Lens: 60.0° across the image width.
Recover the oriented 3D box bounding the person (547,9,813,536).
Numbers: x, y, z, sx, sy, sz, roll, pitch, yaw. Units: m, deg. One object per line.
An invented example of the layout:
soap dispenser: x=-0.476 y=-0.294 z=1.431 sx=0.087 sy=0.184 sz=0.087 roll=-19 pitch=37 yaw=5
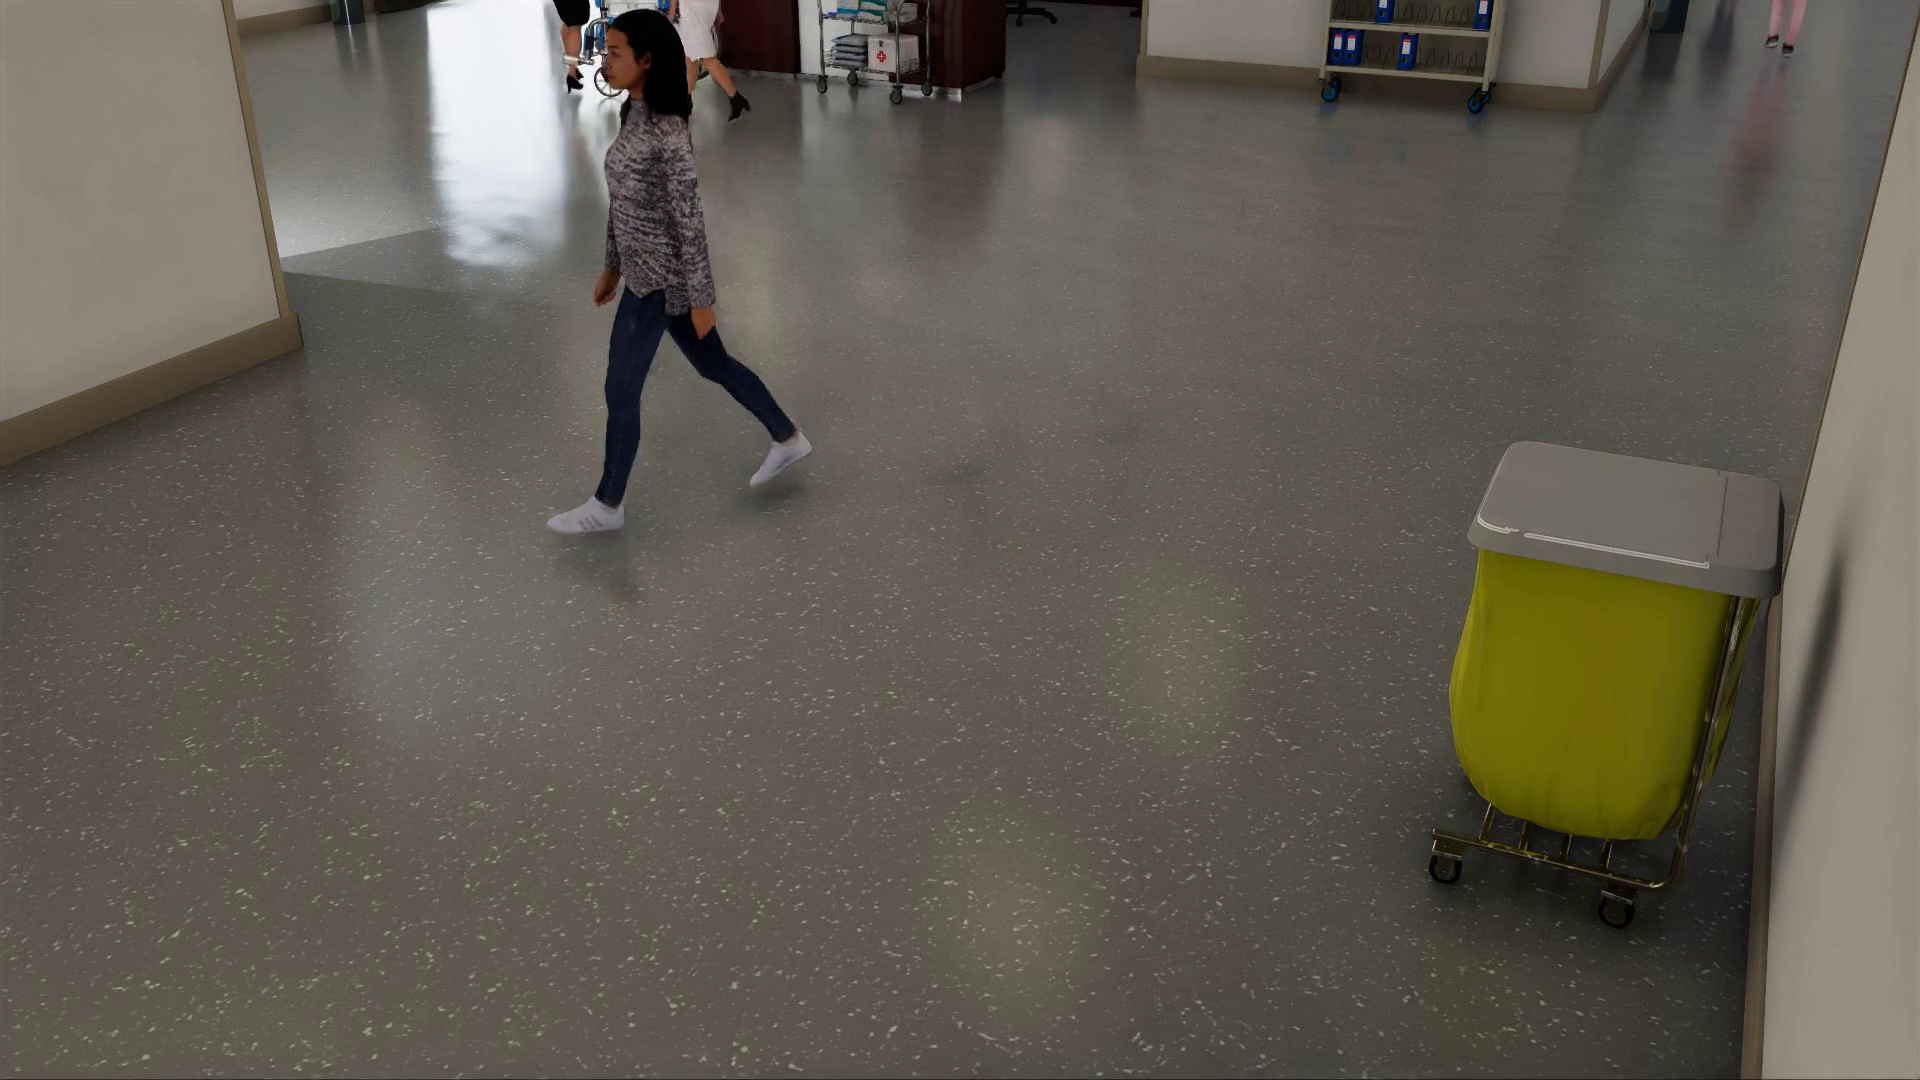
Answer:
person: x=-0.894 y=-0.863 z=5.537 sx=1.192 sy=1.688 sz=1.175 roll=-11 pitch=28 yaw=-21

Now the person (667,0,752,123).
person: x=-1.750 y=-3.634 z=11.475 sx=1.004 sy=1.521 sz=0.584 roll=14 pitch=29 yaw=26

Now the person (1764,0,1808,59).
person: x=7.057 y=-4.852 z=13.969 sx=0.511 sy=1.548 sz=0.586 roll=13 pitch=29 yaw=26
